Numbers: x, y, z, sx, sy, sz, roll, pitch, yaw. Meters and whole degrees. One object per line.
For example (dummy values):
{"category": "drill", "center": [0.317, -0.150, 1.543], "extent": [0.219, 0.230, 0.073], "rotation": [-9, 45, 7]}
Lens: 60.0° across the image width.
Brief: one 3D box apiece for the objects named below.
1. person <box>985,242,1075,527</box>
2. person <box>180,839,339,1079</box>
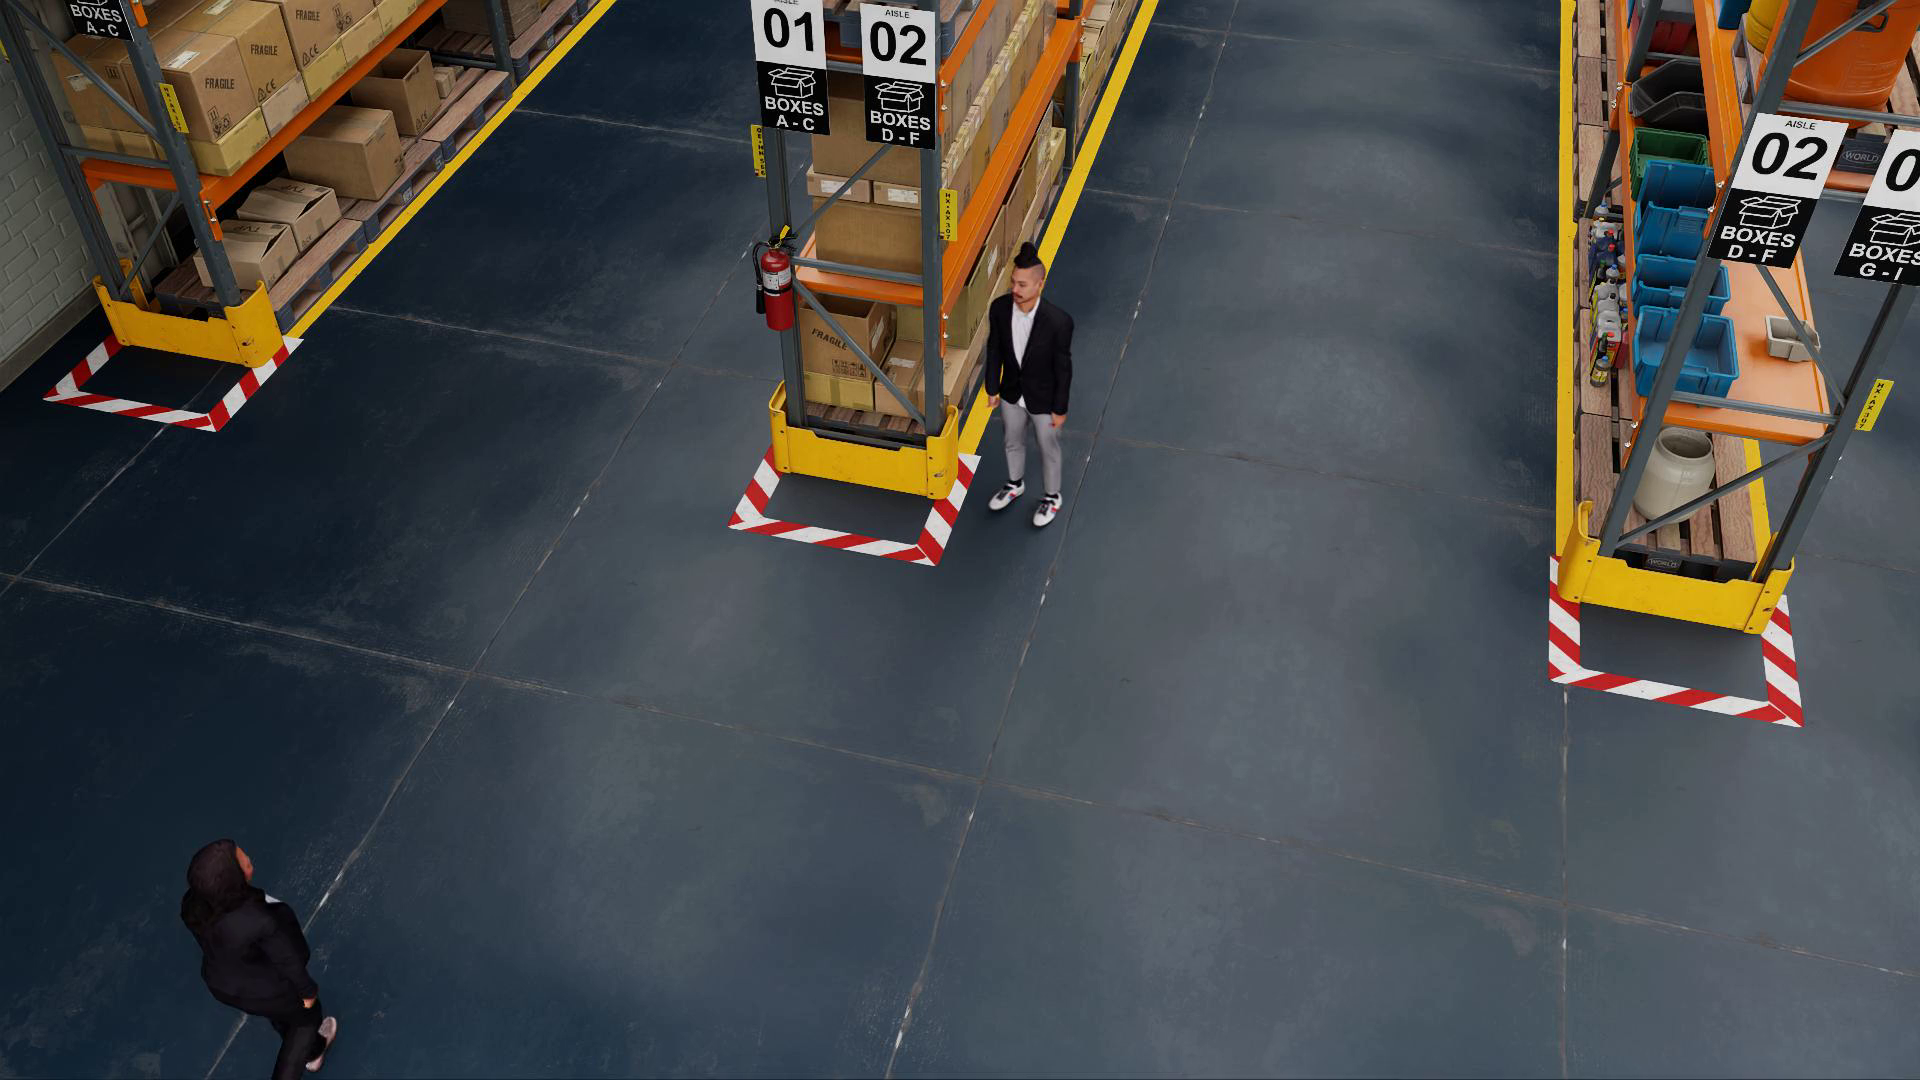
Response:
{"category": "person", "center": [0.436, -0.915, 9.801], "extent": [0.772, 1.940, 0.710], "rotation": [23, 48, 23]}
{"category": "person", "center": [-2.991, 1.919, 7.019], "extent": [0.621, 1.594, 0.878], "rotation": [12, 44, 12]}
